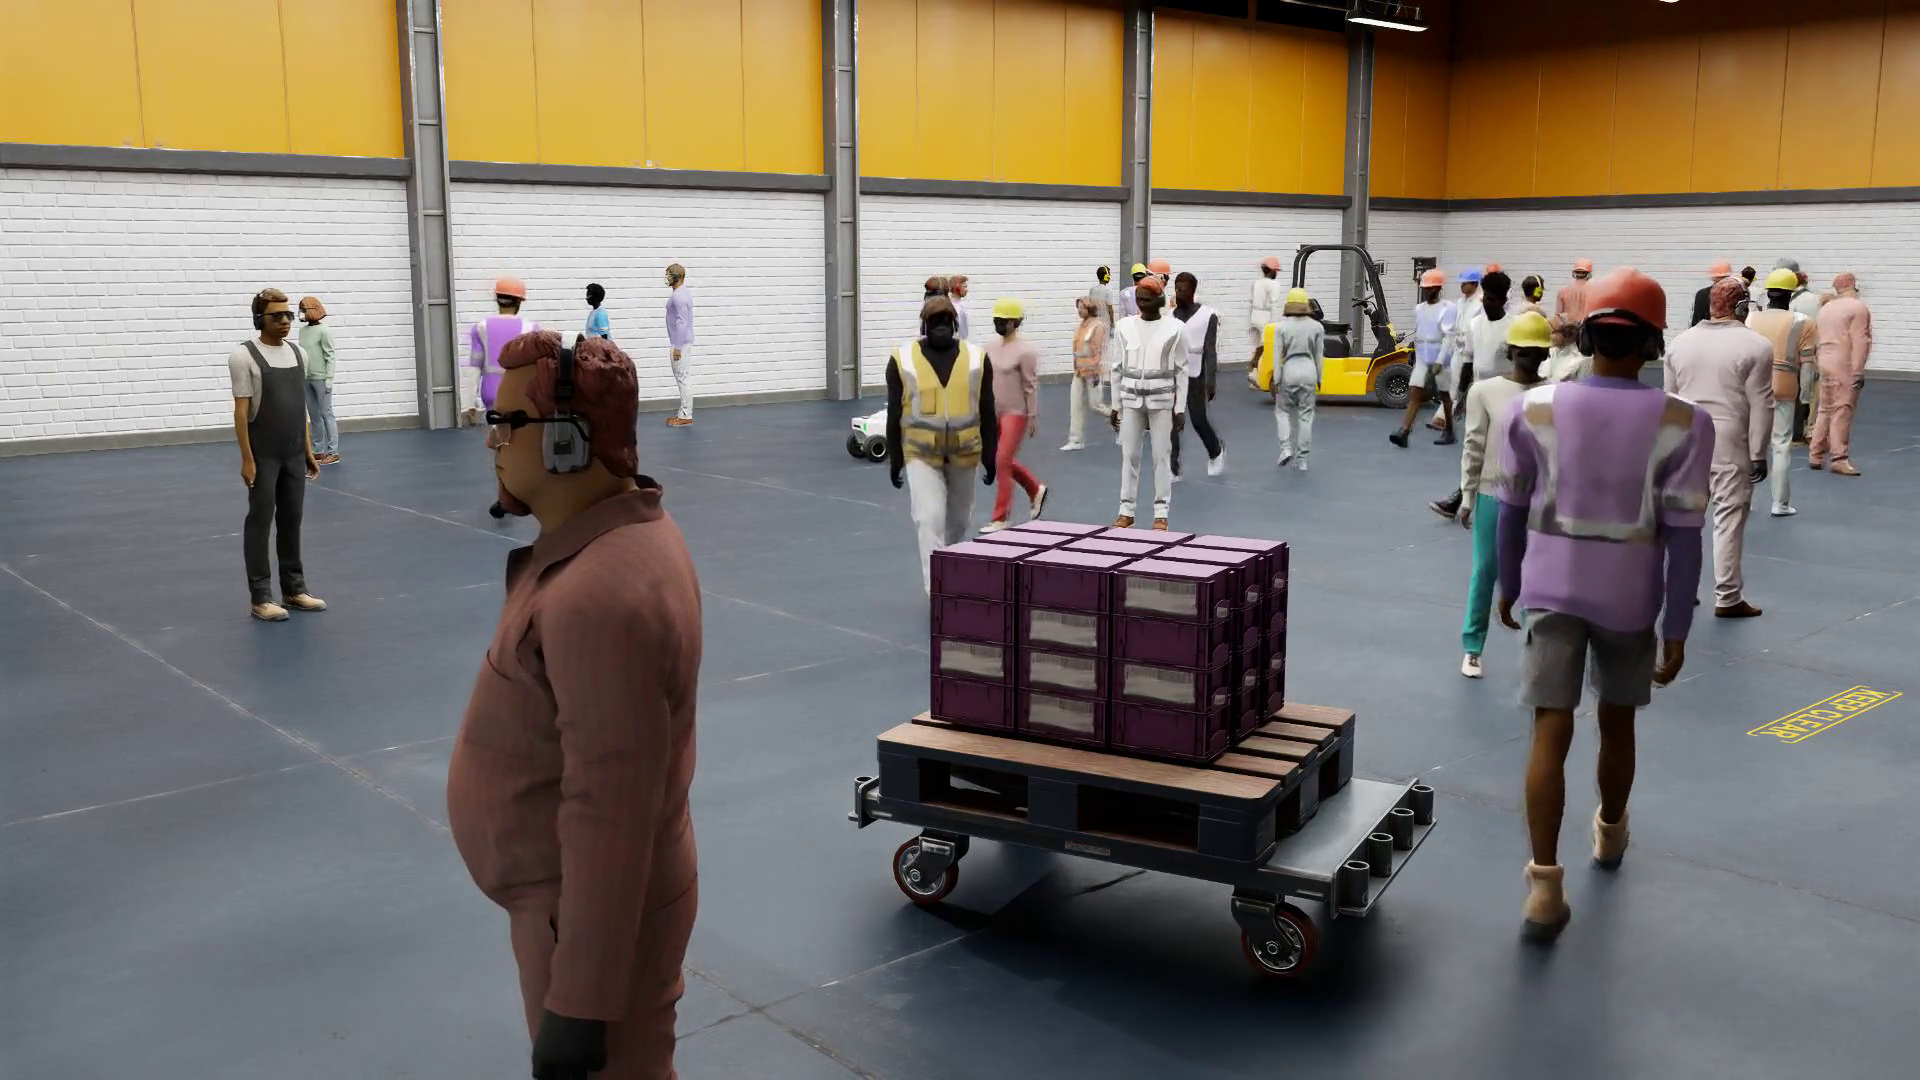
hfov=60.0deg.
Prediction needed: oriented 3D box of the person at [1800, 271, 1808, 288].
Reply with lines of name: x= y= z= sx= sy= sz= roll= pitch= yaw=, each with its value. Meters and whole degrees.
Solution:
person: x=10.046 y=-2.295 z=19.944 sx=0.437 sy=1.847 sz=0.691 roll=2 pitch=10 yaw=10

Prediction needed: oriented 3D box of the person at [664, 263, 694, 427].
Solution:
person: x=-3.343 y=-2.314 z=19.785 sx=0.362 sy=1.939 sz=0.636 roll=-1 pitch=10 yaw=-8

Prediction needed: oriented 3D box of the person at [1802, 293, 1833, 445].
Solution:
person: x=9.228 y=-1.829 z=17.837 sx=0.267 sy=1.631 sz=0.507 roll=7 pitch=12 yaw=37

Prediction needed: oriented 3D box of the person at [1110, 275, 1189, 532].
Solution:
person: x=1.372 y=-0.981 z=12.138 sx=0.572 sy=1.886 sz=0.358 roll=4 pitch=10 yaw=21

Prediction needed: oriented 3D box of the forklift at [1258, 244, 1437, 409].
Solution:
forklift: x=5.256 y=-2.933 z=22.661 sx=2.313 sy=2.155 sz=1.214 roll=3 pitch=10 yaw=16

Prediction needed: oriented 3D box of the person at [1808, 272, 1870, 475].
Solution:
person: x=8.292 y=-1.554 z=15.558 sx=0.397 sy=1.874 sz=0.764 roll=-1 pitch=10 yaw=-5

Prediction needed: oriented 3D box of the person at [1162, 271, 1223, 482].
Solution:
person: x=2.079 y=-1.464 z=14.956 sx=0.598 sy=1.889 sz=0.839 roll=8 pitch=13 yaw=39

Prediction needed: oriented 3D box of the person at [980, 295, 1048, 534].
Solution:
person: x=0.401 y=-0.943 z=12.333 sx=0.746 sy=1.740 sz=0.528 roll=-8 pitch=12 yaw=-39

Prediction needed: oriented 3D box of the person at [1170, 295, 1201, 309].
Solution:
person: x=3.634 y=-3.404 z=26.910 sx=0.532 sy=1.690 sz=0.320 roll=4 pitch=10 yaw=21

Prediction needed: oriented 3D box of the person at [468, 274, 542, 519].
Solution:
person: x=-3.502 y=-1.097 z=12.830 sx=0.597 sy=1.894 sz=0.864 roll=0 pitch=10 yaw=-2

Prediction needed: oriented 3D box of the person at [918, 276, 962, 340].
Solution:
person: x=-0.238 y=-1.604 z=15.939 sx=0.521 sy=1.829 sz=0.652 roll=-3 pitch=10 yaw=-16

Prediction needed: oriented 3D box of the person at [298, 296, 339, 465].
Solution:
person: x=-6.279 y=-1.552 z=16.214 sx=0.508 sy=1.632 sz=0.270 roll=7 pitch=12 yaw=35

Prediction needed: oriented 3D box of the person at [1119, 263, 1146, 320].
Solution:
person: x=2.510 y=-2.914 z=23.356 sx=0.585 sy=1.919 sz=0.380 roll=0 pitch=10 yaw=-1

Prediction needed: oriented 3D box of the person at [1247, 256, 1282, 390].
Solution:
person: x=4.592 y=-3.243 z=25.002 sx=0.533 sy=2.015 sz=0.675 roll=-5 pitch=11 yaw=-26

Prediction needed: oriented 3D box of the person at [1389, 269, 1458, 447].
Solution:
person: x=4.973 y=-1.915 z=17.620 sx=1.032 sy=1.878 sz=0.548 roll=-9 pitch=13 yaw=-41

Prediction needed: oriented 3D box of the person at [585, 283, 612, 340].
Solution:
person: x=-4.378 y=-2.261 z=20.182 sx=0.320 sy=1.695 sz=0.537 roll=-4 pitch=10 yaw=-22

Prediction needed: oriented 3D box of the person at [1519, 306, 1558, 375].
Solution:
person: x=4.521 y=-1.043 z=13.233 sx=0.507 sy=1.631 sz=0.266 roll=6 pitch=11 yaw=32

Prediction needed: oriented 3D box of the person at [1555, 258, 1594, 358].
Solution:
person: x=8.072 y=-2.665 z=21.683 sx=0.622 sy=1.990 sz=0.401 roll=5 pitch=11 yaw=28

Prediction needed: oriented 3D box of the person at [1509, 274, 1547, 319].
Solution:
person: x=5.789 y=-1.808 z=17.128 sx=0.840 sy=1.845 sz=0.523 roll=-5 pitch=11 yaw=-25

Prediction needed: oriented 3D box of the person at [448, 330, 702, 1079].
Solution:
person: x=-0.615 y=0.616 z=2.724 sx=0.409 sy=1.909 sz=0.641 roll=-2 pitch=10 yaw=-10

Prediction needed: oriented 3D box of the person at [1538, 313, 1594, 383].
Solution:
person: x=4.420 y=-0.831 z=12.023 sx=0.574 sy=1.619 sz=0.545 roll=-3 pitch=10 yaw=-17

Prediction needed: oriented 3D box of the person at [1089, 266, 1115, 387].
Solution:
person: x=2.228 y=-3.319 z=25.870 sx=0.328 sy=1.872 sz=0.510 roll=-8 pitch=13 yaw=-41

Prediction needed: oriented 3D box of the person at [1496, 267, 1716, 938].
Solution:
person: x=1.965 y=0.163 z=5.148 sx=0.611 sy=1.992 sz=1.054 roll=4 pitch=11 yaw=23

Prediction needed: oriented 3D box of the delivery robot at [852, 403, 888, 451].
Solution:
delivery robot: x=-0.699 y=-1.118 z=16.555 sx=0.707 sy=0.478 sz=0.477 roll=-5 pitch=11 yaw=-26

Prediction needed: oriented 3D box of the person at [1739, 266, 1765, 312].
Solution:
person: x=11.862 y=-3.196 z=25.153 sx=0.509 sy=1.872 sz=0.329 roll=2 pitch=10 yaw=14

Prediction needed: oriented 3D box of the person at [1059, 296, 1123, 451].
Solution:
person: x=1.384 y=-1.735 z=17.327 sx=0.670 sy=1.617 sz=0.518 roll=-6 pitch=11 yaw=-31

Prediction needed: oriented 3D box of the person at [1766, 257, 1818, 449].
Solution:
person: x=8.668 y=-1.975 z=17.500 sx=0.535 sy=2.000 sz=0.697 roll=0 pitch=10 yaw=-2

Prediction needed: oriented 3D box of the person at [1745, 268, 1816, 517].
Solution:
person: x=6.337 y=-1.148 z=12.995 sx=0.594 sy=1.924 sz=0.382 roll=7 pitch=12 yaw=37

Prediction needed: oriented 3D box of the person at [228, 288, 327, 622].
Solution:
person: x=-3.822 y=-0.481 z=9.324 sx=0.350 sy=1.846 sz=0.506 roll=5 pitch=11 yaw=25

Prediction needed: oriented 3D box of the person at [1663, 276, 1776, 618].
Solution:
person: x=4.288 y=-0.523 z=9.393 sx=0.399 sy=1.909 sz=0.642 roll=-6 pitch=11 yaw=-32

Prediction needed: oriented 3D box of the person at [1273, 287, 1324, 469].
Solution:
person: x=3.213 y=-1.530 z=15.826 sx=0.499 sy=1.732 sz=0.391 roll=0 pitch=10 yaw=2

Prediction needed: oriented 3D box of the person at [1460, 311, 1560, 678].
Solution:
person: x=2.671 y=-0.207 z=7.967 sx=0.535 sy=1.764 sz=0.326 roll=2 pitch=10 yaw=10

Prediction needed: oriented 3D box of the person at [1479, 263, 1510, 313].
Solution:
person: x=9.262 y=-3.882 z=29.096 sx=0.974 sy=1.885 sz=0.566 roll=-8 pitch=12 yaw=-38

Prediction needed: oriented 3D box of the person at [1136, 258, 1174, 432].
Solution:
person: x=2.238 y=-2.202 z=18.962 sx=0.392 sy=1.992 sz=0.623 roll=-4 pitch=11 yaw=-24

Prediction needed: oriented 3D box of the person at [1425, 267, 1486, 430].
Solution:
person: x=5.904 y=-2.209 z=19.303 sx=1.004 sy=1.897 sz=0.602 roll=-6 pitch=11 yaw=-31

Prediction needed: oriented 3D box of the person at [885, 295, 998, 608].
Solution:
person: x=-0.109 y=-0.494 z=9.509 sx=0.630 sy=1.811 sz=0.875 roll=-2 pitch=10 yaw=-10

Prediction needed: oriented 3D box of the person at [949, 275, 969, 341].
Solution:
person: x=-0.079 y=-2.273 z=19.966 sx=0.946 sy=1.805 sz=0.571 roll=-2 pitch=10 yaw=-14

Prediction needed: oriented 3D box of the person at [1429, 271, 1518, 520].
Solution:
person: x=4.033 y=-1.087 z=12.687 sx=0.989 sy=1.892 sz=0.609 roll=-3 pitch=10 yaw=-17

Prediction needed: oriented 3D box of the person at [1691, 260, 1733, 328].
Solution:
person: x=9.499 y=-2.503 z=20.780 sx=0.638 sy=1.969 sz=0.582 roll=-1 pitch=10 yaw=-6
